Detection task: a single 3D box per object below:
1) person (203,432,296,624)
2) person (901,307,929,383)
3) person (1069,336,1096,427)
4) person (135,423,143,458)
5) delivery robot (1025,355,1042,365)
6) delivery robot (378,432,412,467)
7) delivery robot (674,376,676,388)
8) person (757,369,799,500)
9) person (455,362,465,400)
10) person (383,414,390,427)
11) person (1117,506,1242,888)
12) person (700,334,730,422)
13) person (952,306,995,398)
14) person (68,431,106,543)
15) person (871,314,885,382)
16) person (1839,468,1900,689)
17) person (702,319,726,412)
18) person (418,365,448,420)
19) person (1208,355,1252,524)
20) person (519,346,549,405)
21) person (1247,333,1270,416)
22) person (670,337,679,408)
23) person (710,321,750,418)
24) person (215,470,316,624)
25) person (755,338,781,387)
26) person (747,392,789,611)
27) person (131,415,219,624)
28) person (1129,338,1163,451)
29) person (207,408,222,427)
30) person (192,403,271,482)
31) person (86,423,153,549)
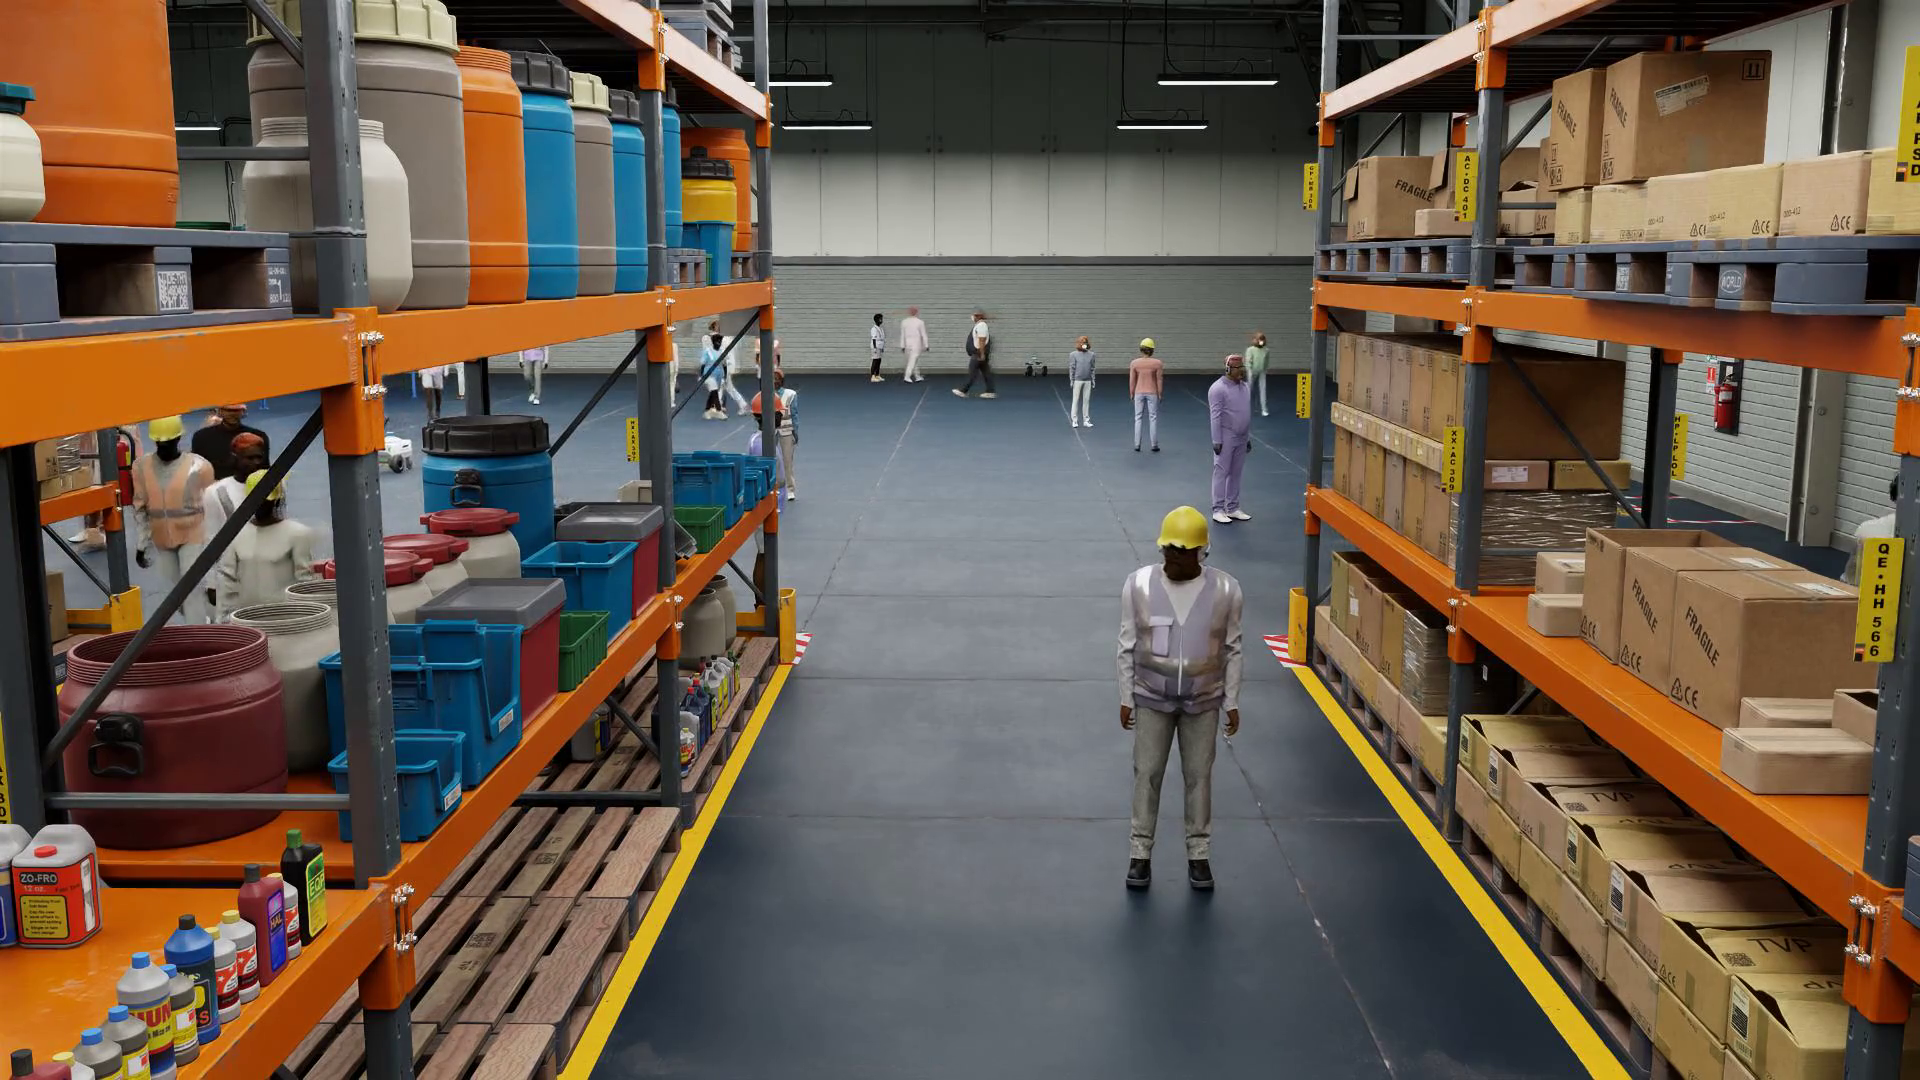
[{"bbox_3d":[-4.622,0.225,10.886,0.580,1.861,0.607,7,12,37],"label":"person"},{"bbox_3d":[-1.136,-4.795,40.938,0.648,1.859,1.006,6,11,34],"label":"person"},{"bbox_3d":[2.208,-2.852,29.949,0.505,1.633,0.279,-3,10,-20],"label":"person"},{"bbox_3d":[-11.526,-1.795,22.843,0.636,1.899,0.402,3,10,20],"label":"person"},{"bbox_3d":[1.928,-4.688,43.237,0.335,0.223,0.698,4,10,23],"label":"delivery robot"},{"bbox_3d":[-8.112,-1.295,23.693,0.477,0.478,0.707,1,10,7],"label":"delivery robot"},{"bbox_3d":[-6.714,-3.676,37.956,0.477,0.478,0.707,-4,10,-21],"label":"delivery robot"},{"bbox_3d":[-2.264,-1.319,20.751,0.515,1.640,0.308,0,9,-1],"label":"person"},{"bbox_3d":[-10.725,-4.016,36.007,0.634,1.937,0.355,-5,11,-27],"label":"person"},{"bbox_3d":[-10.170,-2.684,28.561,0.559,1.752,0.538,-5,11,-26],"label":"person"},{"bbox_3d":[1.034,0.740,7.856,0.587,1.826,0.404,1,10,6],"label":"person"},{"bbox_3d":[-4.590,-3.039,31.035,0.898,1.635,0.560,9,13,43],"label":"person"},{"bbox_3d":[0.310,-4.089,36.264,0.978,2.000,0.707,1,10,6],"label":"person"},{"bbox_3d":[-9.221,-0.903,17.484,0.637,1.901,0.403,6,11,31],"label":"person"},{"bbox_3d":[-2.046,-4.771,41.278,0.323,1.689,0.530,3,10,19],"label":"person"},{"bbox_3d":[5.043,0.510,9.035,0.631,1.892,0.958,-1,10,-9],"label":"person"},{"bbox_3d":[-4.839,-3.444,32.860,0.507,1.846,0.346,-4,10,-21],"label":"person"},{"bbox_3d":[-9.793,-3.134,30.903,0.555,1.891,1.021,-2,10,-14],"label":"person"},{"bbox_3d":[3.113,-1.159,18.990,0.642,1.908,0.408,-9,13,-44],"label":"person"},{"bbox_3d":[-8.888,-3.782,34.669,0.625,1.910,0.417,0,9,-3],"label":"person"},{"bbox_3d":[5.747,-3.218,32.244,0.499,1.597,0.821,-2,10,-13],"label":"person"},{"bbox_3d":[-5.982,-3.489,33.836,0.533,1.611,0.566,-1,10,-4],"label":"person"},{"bbox_3d":[-4.470,-3.287,31.970,0.947,1.846,0.580,-5,11,-29],"label":"person"},{"bbox_3d":[-4.113,0.445,9.872,0.544,1.750,0.367,0,9,3],"label":"person"},{"bbox_3d":[-3.987,-3.651,34.566,0.538,1.681,0.670,-1,10,-8],"label":"person"},{"bbox_3d":[-1.536,-0.240,13.379,0.352,1.941,0.545,-2,10,-10],"label":"person"},{"bbox_3d":[-5.690,-0.022,12.187,0.596,1.902,0.651,0,9,3],"label":"person"},{"bbox_3d":[2.923,-2.281,26.136,0.526,1.765,0.329,2,10,14],"label":"person"},{"bbox_3d":[-7.723,-0.771,17.514,0.400,1.627,0.523,-6,11,-32],"label":"person"},{"bbox_3d":[-6.047,-0.317,13.846,0.613,1.950,1.002,-4,10,-21],"label":"person"},{"bbox_3d":[-8.781,-0.924,17.360,0.617,1.994,1.079,2,10,14],"label":"person"}]
